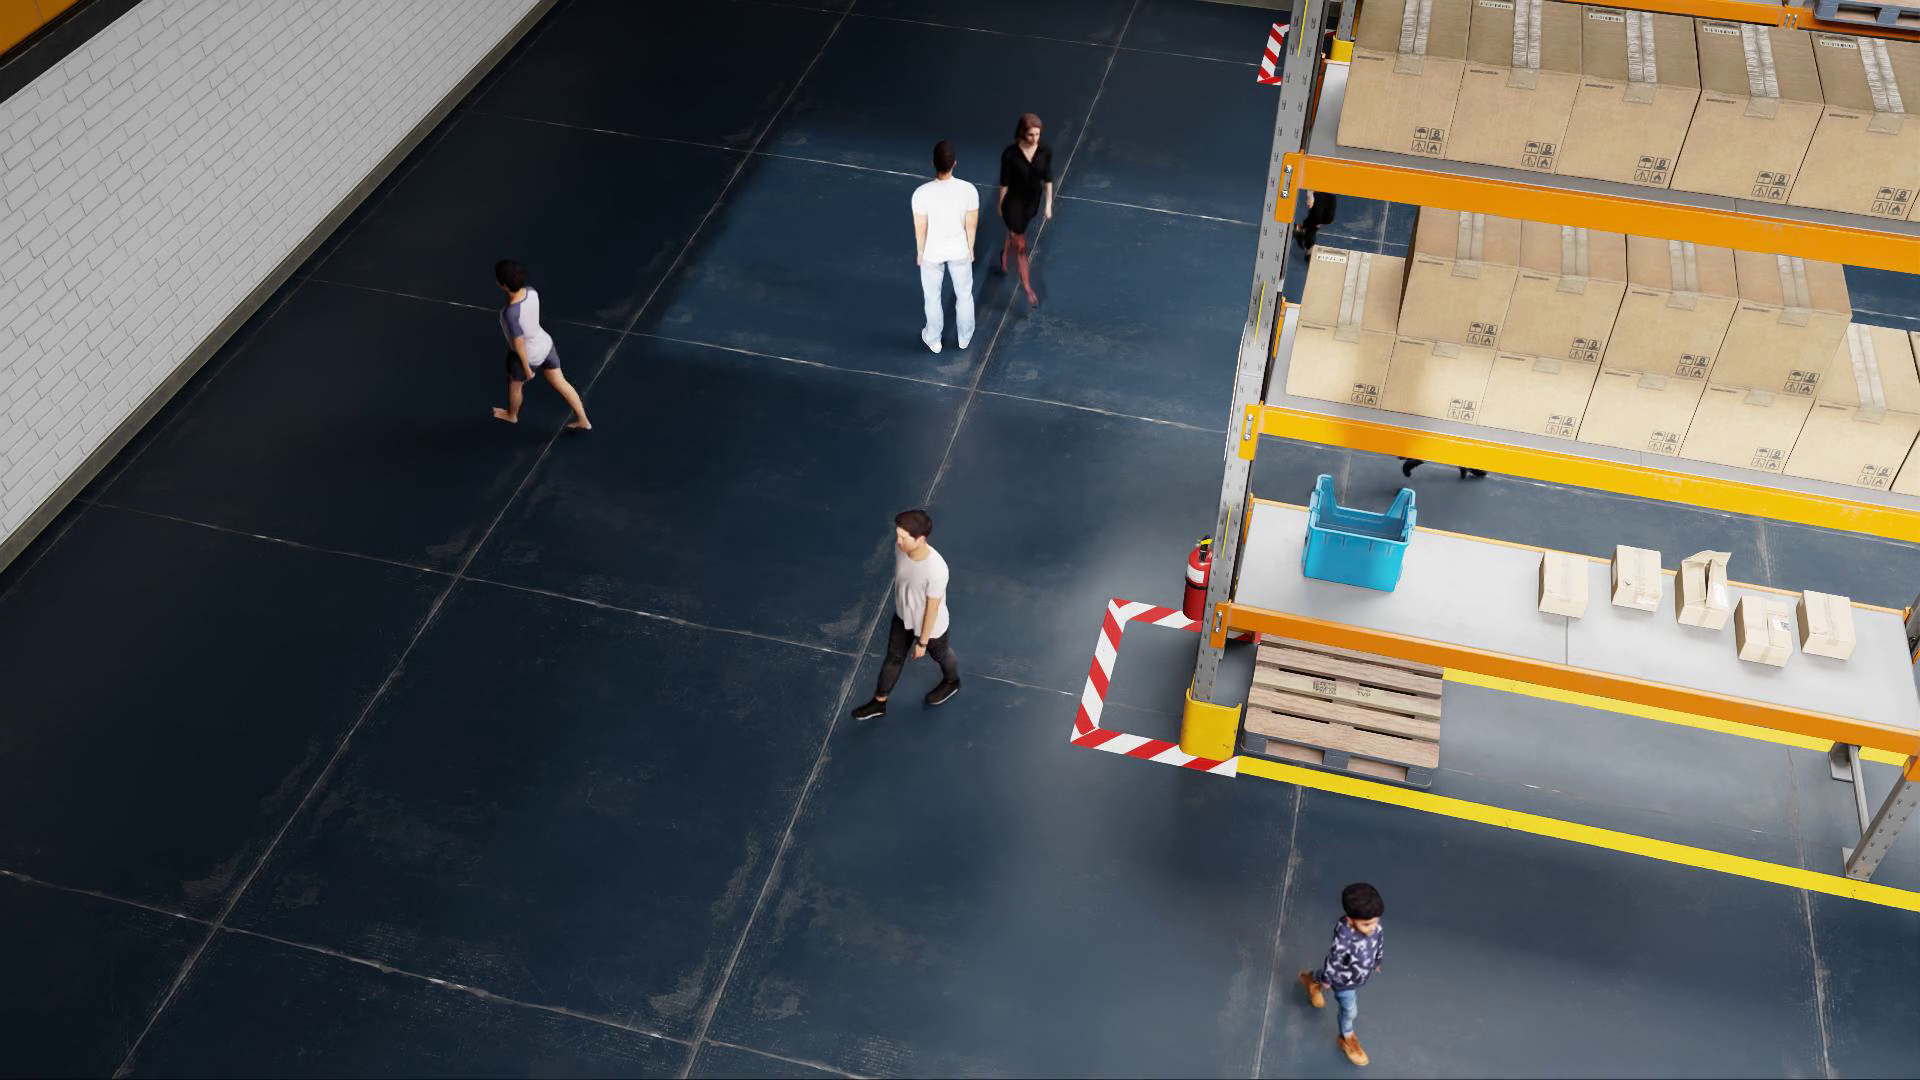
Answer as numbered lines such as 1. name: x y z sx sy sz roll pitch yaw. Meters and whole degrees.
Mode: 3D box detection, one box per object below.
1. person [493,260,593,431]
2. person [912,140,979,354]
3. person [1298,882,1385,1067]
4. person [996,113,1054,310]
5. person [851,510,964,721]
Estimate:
1. person: -3.144 -1.398 12.460 1.071 1.517 0.642 15 46 15
2. person: -0.113 -2.304 13.159 0.663 1.865 0.813 -6 44 -6
3. person: 2.042 2.227 8.864 0.809 1.229 0.891 -24 49 -23
4. person: 0.488 -2.834 13.869 1.106 1.652 1.083 -14 45 -15
5. person: -0.167 0.442 10.405 1.041 1.687 1.060 -30 51 -28
